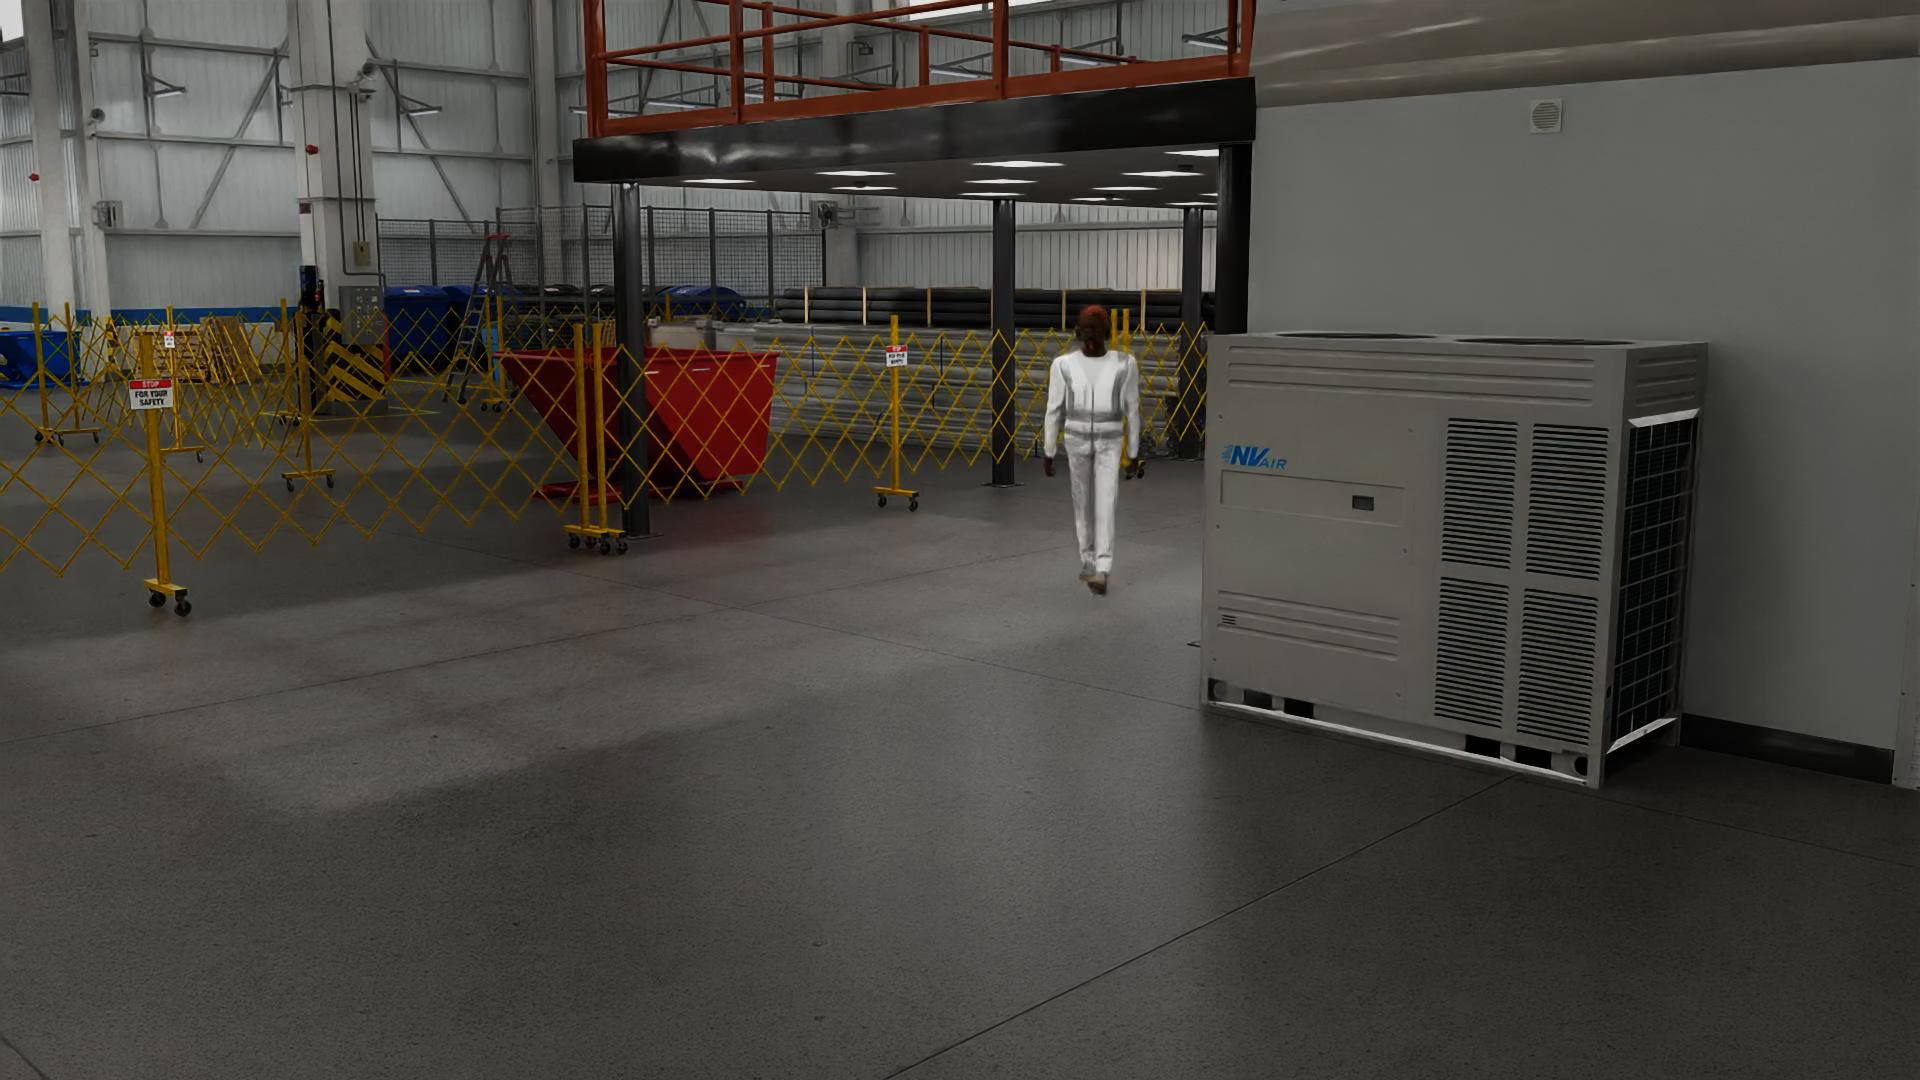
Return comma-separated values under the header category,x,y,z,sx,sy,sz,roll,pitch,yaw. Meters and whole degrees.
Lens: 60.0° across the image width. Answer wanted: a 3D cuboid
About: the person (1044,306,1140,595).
category,x,y,z,sx,sy,sz,roll,pitch,yaw
person,0.843,-0.583,10.741,0.606,1.828,0.993,2,9,10
